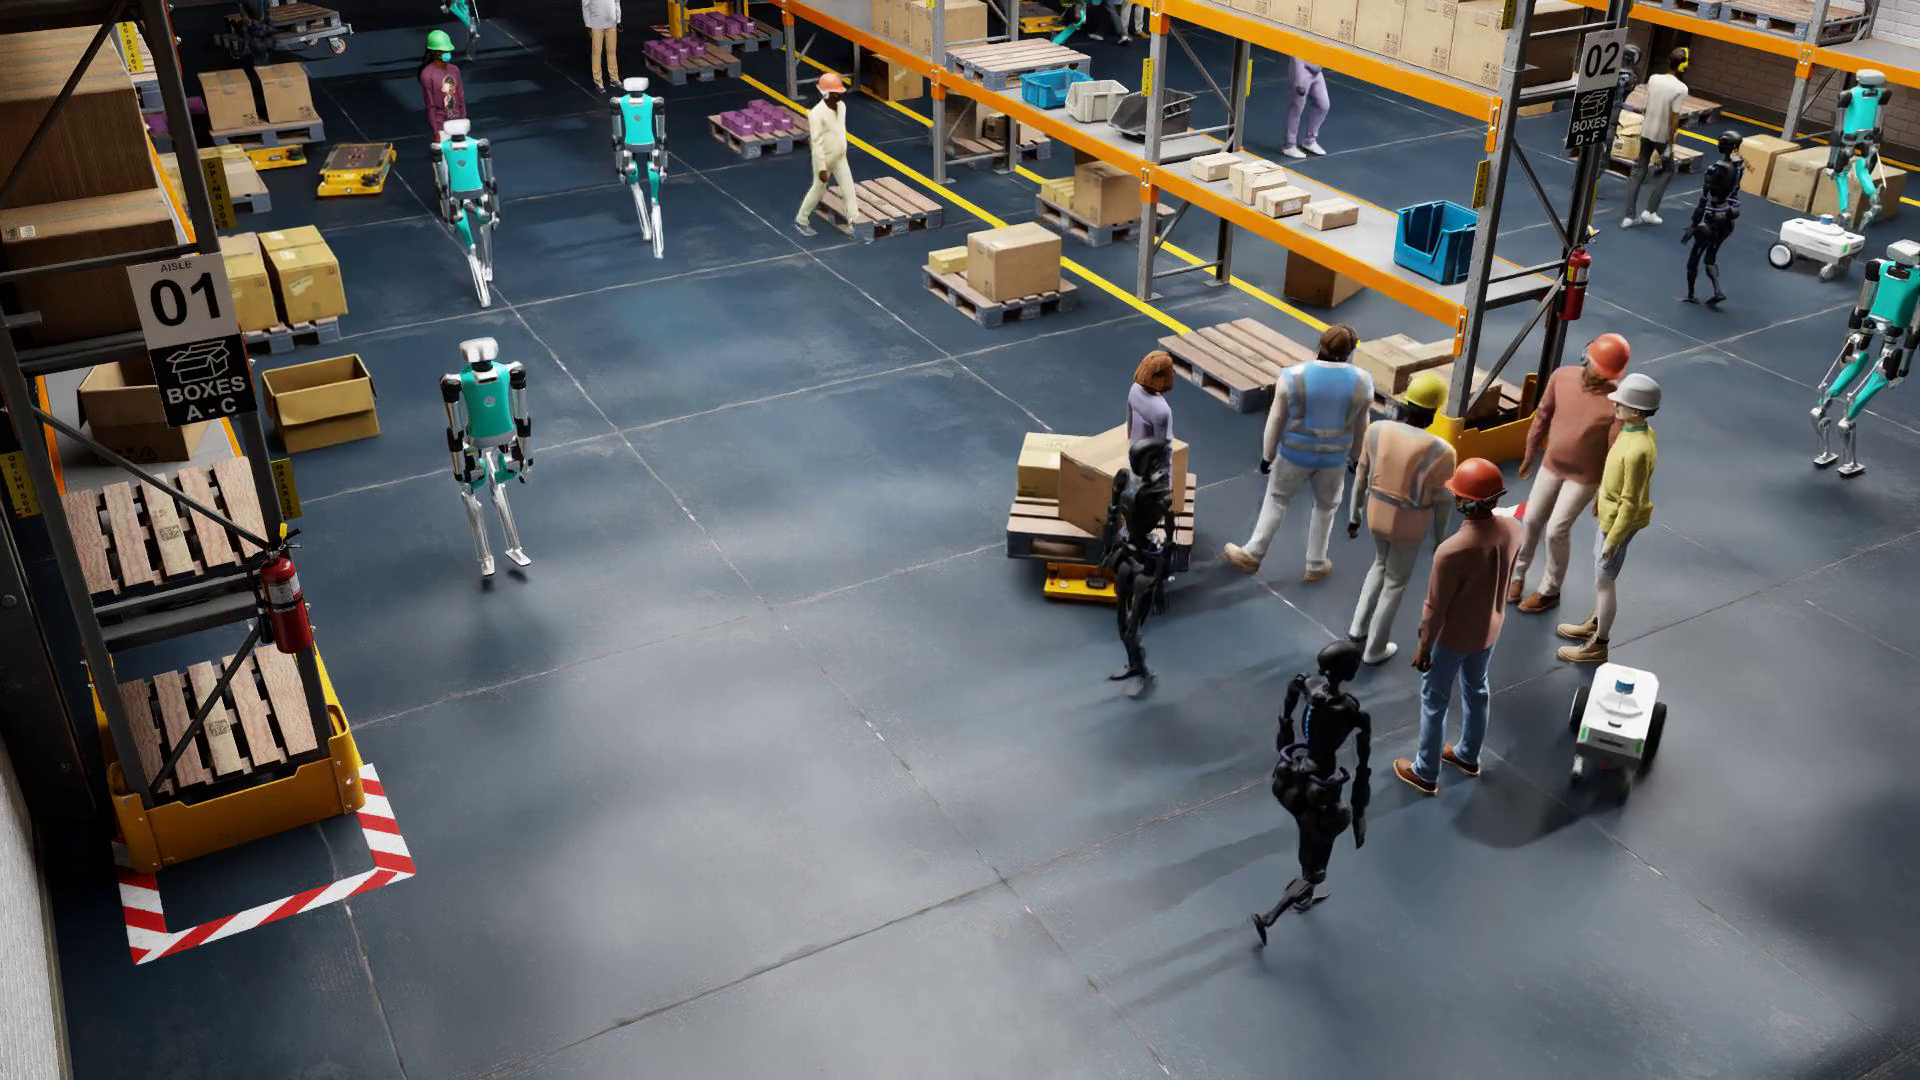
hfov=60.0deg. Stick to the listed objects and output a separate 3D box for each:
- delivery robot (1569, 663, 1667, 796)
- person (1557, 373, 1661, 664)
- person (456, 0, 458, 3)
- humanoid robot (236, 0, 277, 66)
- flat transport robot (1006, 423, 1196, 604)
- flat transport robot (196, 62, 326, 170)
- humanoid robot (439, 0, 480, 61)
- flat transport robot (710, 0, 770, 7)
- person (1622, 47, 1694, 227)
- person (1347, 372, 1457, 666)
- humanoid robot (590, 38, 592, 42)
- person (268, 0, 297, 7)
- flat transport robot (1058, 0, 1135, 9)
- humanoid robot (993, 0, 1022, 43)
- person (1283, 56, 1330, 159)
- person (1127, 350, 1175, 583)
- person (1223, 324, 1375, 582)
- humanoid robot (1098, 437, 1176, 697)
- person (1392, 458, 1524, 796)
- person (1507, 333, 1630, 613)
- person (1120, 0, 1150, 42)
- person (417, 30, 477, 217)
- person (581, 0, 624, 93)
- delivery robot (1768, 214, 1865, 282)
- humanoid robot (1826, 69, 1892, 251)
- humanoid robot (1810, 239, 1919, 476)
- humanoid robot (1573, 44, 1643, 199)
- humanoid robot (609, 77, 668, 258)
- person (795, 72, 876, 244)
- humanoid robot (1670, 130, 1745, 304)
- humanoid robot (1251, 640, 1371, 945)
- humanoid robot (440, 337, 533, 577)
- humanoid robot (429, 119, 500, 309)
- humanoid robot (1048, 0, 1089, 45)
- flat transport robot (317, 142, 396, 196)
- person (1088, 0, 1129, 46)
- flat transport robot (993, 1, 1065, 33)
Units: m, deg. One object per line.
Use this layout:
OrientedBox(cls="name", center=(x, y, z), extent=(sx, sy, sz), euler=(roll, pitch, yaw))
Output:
OrientedBox(cls="delivery robot", center=(3.698, 1.019, 9.368), extent=(0.499, 0.614, 0.808), euler=(14, 33, 23))
OrientedBox(cls="person", center=(3.937, -0.116, 9.986), extent=(0.382, 1.889, 0.487), euler=(9, 31, 16))
OrientedBox(cls="person", center=(-7.921, -9.311, 26.273), extent=(0.660, 1.614, 0.506), euler=(-19, 35, -30))
OrientedBox(cls="humanoid robot", center=(-8.857, -6.428, 21.187), extent=(0.510, 1.638, 0.587), euler=(8, 31, 13))
OrientedBox(cls="flat transport robot", center=(0.984, -0.012, 11.430), extent=(0.659, 0.231, 1.431), euler=(5, 30, 8))
OrientedBox(cls="flat transport robot", center=(-8.098, -4.614, 19.442), extent=(0.659, 0.231, 1.431), euler=(-15, 33, -24))
OrientedBox(cls="humanoid robot", center=(-6.784, -7.347, 22.811), extent=(0.762, 1.867, 0.560), euler=(20, 35, 31))
OrientedBox(cls="flat transport robot", center=(-3.262, -8.685, 26.528), extent=(1.431, 0.231, 0.659), euler=(-8, 31, -13))
OrientedBox(cls="person", center=(7.133, -4.105, 16.983), extent=(0.571, 1.845, 0.540), euler=(-19, 35, -29))
OrientedBox(cls="person", center=(2.636, -0.110, 9.957), extent=(0.458, 1.906, 0.589), euler=(-25, 38, -36))
OrientedBox(cls="humanoid robot", center=(-5.390, -8.135, 24.187), extent=(0.584, 1.633, 0.697), euler=(-7, 31, -12))
OrientedBox(cls="person", center=(-10.121, -8.505, 24.638), extent=(0.632, 1.841, 0.429), euler=(-15, 33, -24))
OrientedBox(cls="flat transport robot", center=(2.286, -8.641, 26.451), extent=(1.431, 0.231, 0.659), euler=(-3, 30, -6))
OrientedBox(cls="humanoid robot", center=(0.655, -7.721, 23.434), extent=(0.329, 1.658, 0.603), euler=(15, 33, 24))
OrientedBox(cls="person", center=(4.031, -5.279, 18.970), extent=(0.607, 1.887, 0.664), euler=(20, 36, 31))
OrientedBox(cls="person", center=(1.243, -0.478, 10.870), extent=(0.282, 1.632, 0.501), euler=(-12, 32, -19))
OrientedBox(cls="person", center=(2.226, -0.561, 10.847), extent=(0.841, 1.808, 0.431), euler=(0, 30, 0))
OrientedBox(cls="humanoid robot", center=(1.023, 0.142, 9.747), extent=(0.363, 1.642, 0.599), euler=(-18, 35, -29))
OrientedBox(cls="person", center=(2.661, 0.468, 8.878), extent=(0.617, 1.986, 0.402), euler=(-16, 33, -25))
OrientedBox(cls="person", center=(3.835, -0.427, 10.463), extent=(0.428, 1.942, 0.653), euler=(-20, 35, -30))
OrientedBox(cls="person", center=(2.585, -8.198, 24.061), extent=(0.568, 1.889, 0.388), euler=(-19, 35, -30))
OrientedBox(cls="person", center=(-5.296, -4.288, 17.203), extent=(0.432, 1.944, 0.481), euler=(20, 35, 31))
OrientedBox(cls="person", center=(-4.638, -6.745, 21.670), extent=(0.562, 1.741, 0.335), euler=(-25, 38, -36))
OrientedBox(cls="delivery robot", center=(8.290, -2.854, 16.102), extent=(0.508, 0.606, 0.777), euler=(-19, 35, -29))
OrientedBox(cls="humanoid robot", center=(8.845, -3.614, 16.296), extent=(0.544, 1.842, 0.746), euler=(-5, 30, -9))
OrientedBox(cls="humanoid robot", center=(6.574, -1.302, 12.131), extent=(0.688, 1.727, 0.530), euler=(-17, 34, -27))
OrientedBox(cls="humanoid robot", center=(6.937, -4.485, 17.825), extent=(0.449, 1.643, 0.616), euler=(10, 31, 16))
OrientedBox(cls="humanoid robot", center=(-3.128, -3.723, 16.435), extent=(0.539, 1.798, 0.826), euler=(-3, 30, -6))
OrientedBox(cls="person", center=(-1.317, -3.834, 16.638), extent=(0.898, 1.707, 0.583), euler=(18, 34, 28))
OrientedBox(cls="humanoid robot", center=(6.856, -2.892, 15.055), extent=(0.613, 1.641, 0.493), euler=(-18, 35, -29))
OrientedBox(cls="humanoid robot", center=(1.634, 1.192, 7.942), extent=(0.615, 1.638, 0.601), euler=(-19, 35, -30))
OrientedBox(cls="humanoid robot", center=(-3.097, -0.602, 10.849), extent=(0.533, 1.677, 0.735), euler=(-16, 33, -25))
OrientedBox(cls="humanoid robot", center=(-4.517, -3.085, 15.363), extent=(0.533, 1.767, 1.029), euler=(-7, 31, -12))
OrientedBox(cls="humanoid robot", center=(1.380, -6.970, 22.169), extent=(0.821, 1.874, 0.547), euler=(7, 31, 12))
OrientedBox(cls="flat transport robot", center=(-6.767, -4.179, 18.684), extent=(0.659, 0.231, 1.431), euler=(-5, 30, -8))
OrientedBox(cls="person", center=(2.166, -8.031, 23.858), extent=(0.549, 1.810, 0.815), euler=(-17, 34, -27))
OrientedBox(cls="flat transport robot", center=(1.037, -7.936, 25.225), extent=(0.659, 0.231, 1.431), euler=(-9, 31, -15))
